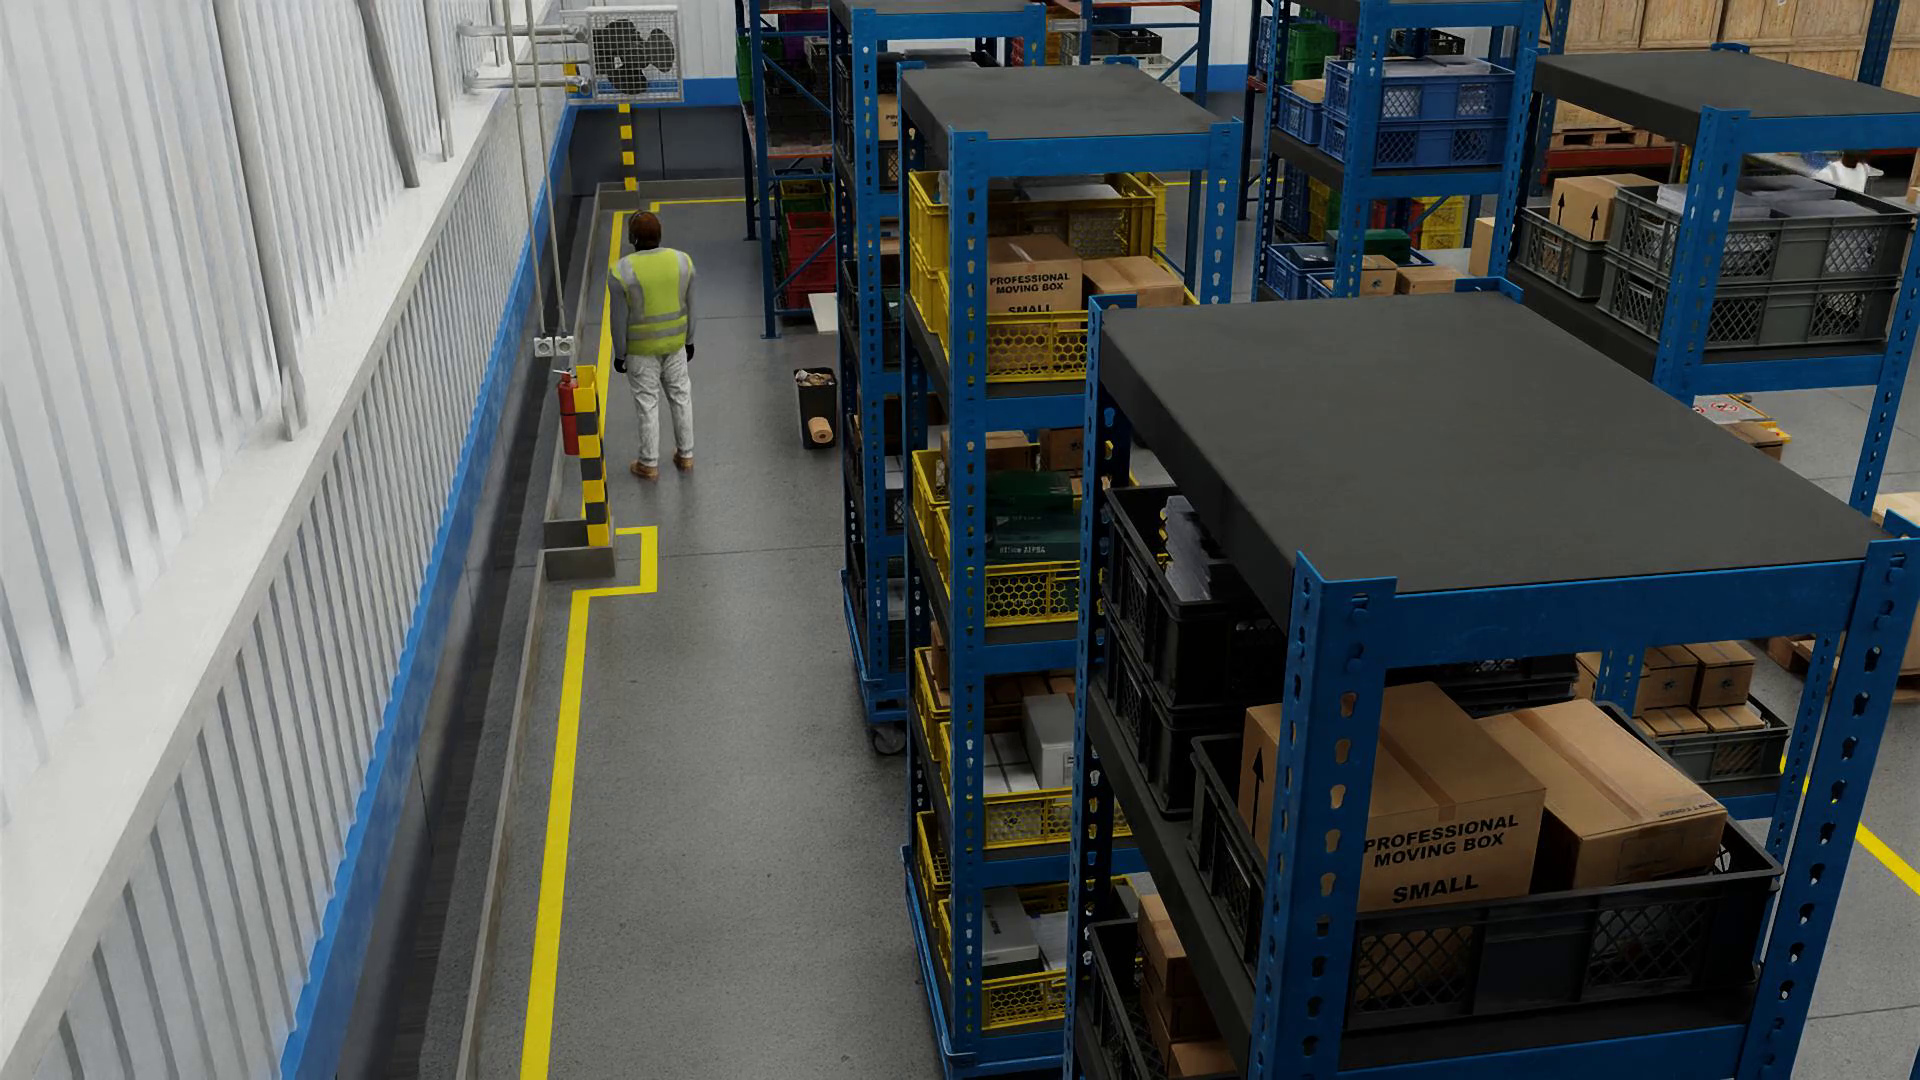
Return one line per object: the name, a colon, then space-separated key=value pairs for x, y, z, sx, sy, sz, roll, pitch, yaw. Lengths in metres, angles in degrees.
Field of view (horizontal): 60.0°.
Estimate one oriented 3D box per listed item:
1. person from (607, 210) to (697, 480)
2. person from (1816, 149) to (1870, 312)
person: x=-2.075 y=-1.320 z=11.269 sx=0.625 sy=1.844 sz=0.429 roll=-16 pitch=29 yaw=-32
person: x=7.242 y=-2.457 z=13.711 sx=0.590 sy=1.863 sz=0.600 roll=-11 pitch=27 yaw=-23
